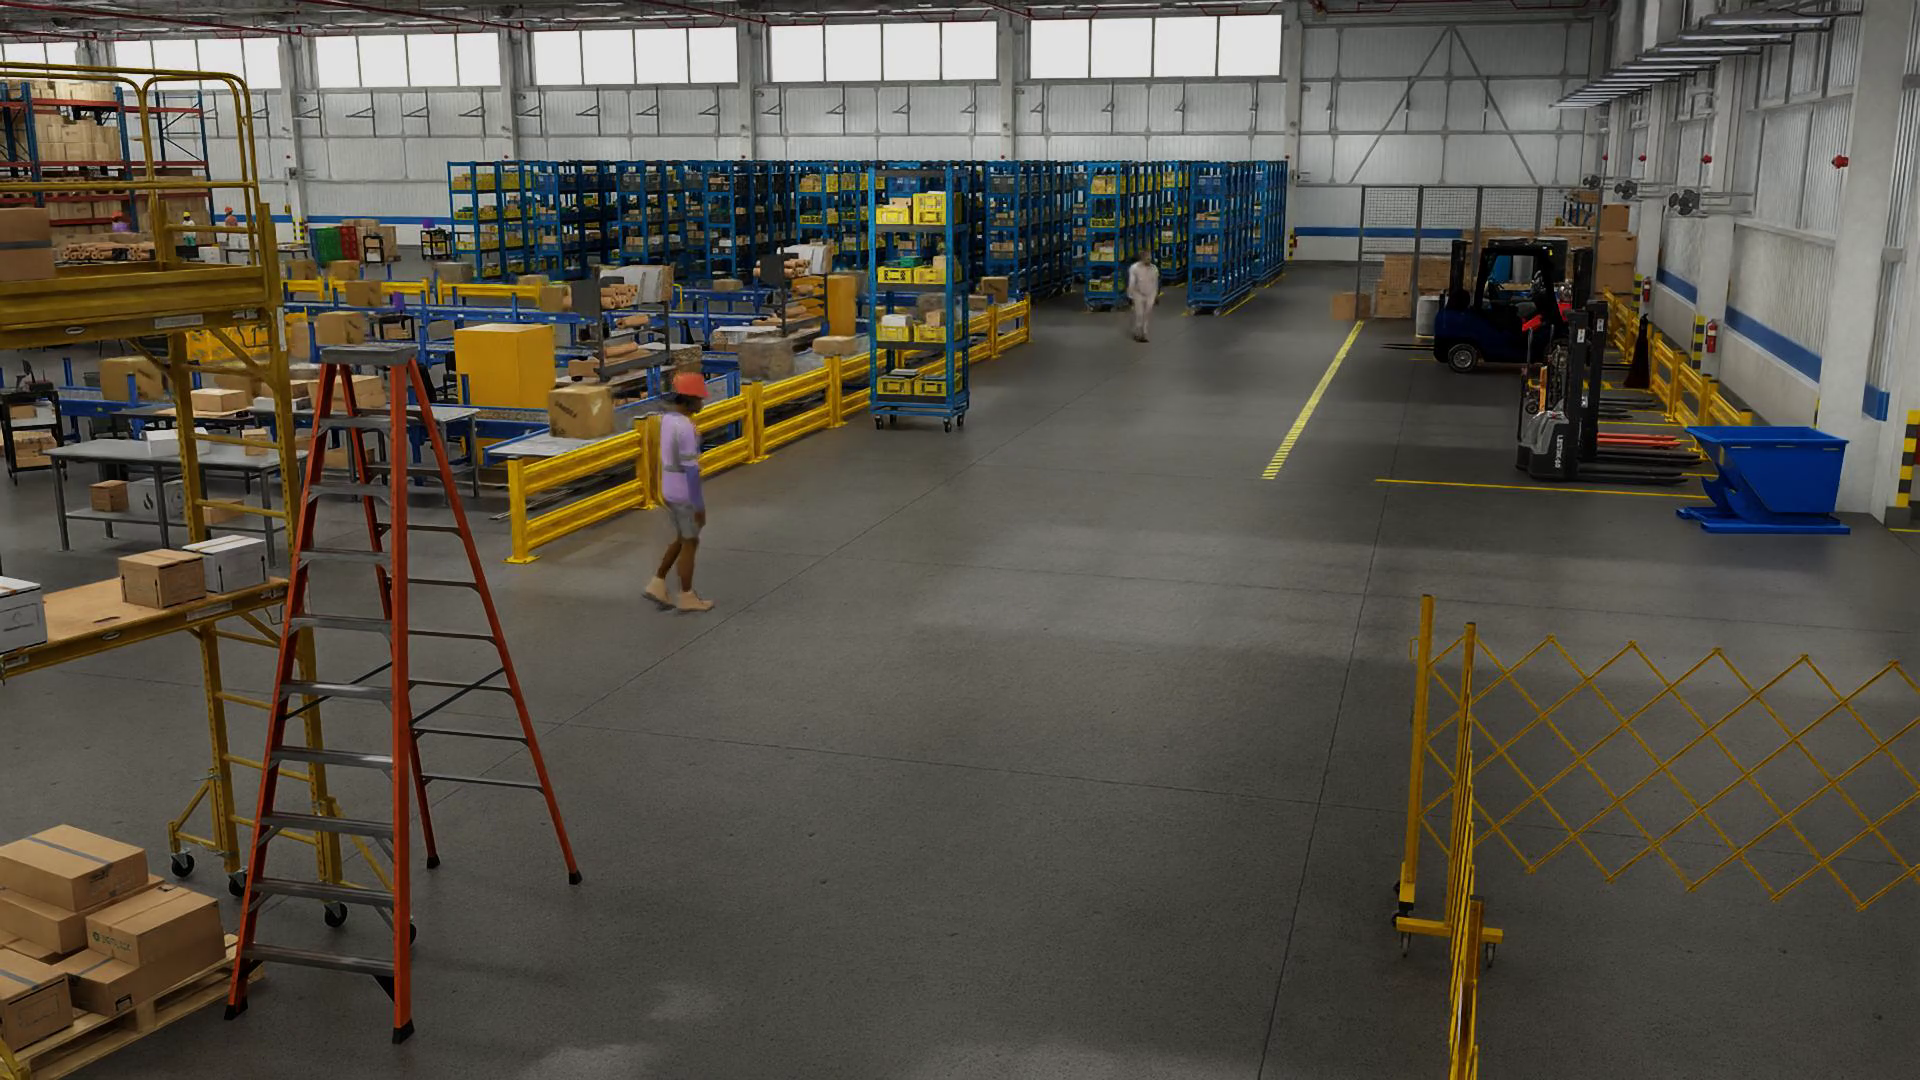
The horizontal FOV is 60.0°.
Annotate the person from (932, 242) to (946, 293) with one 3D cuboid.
[{"bbox_3d":[-0.404,-5.962,38.357,0.594,1.812,0.758,-11,17,-40],"label":"person"}]

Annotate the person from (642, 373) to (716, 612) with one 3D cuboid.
[{"bbox_3d":[-2.312,-0.369,13.772,0.616,2.018,0.665,-8,15,-30],"label":"person"}]

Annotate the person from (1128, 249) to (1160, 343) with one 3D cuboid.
[{"bbox_3d":[3.767,-4.945,33.770,0.659,1.890,0.559,-5,14,-21],"label":"person"}]

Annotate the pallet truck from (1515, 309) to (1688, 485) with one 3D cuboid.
[{"bbox_3d":[7.554,-1.677,19.446,1.885,1.965,0.823,3,13,14],"label":"pallet truck"}]

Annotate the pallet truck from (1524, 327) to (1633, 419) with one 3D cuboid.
[{"bbox_3d":[9.065,-2.460,24.370,1.522,1.261,0.704,3,13,14],"label":"pallet truck"}]

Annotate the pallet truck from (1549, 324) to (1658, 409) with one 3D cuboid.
[{"bbox_3d":[9.824,-2.669,25.407,1.601,1.201,0.680,4,14,16],"label":"pallet truck"}]

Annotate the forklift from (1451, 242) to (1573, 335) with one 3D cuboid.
[{"bbox_3d":[10.464,-4.597,31.405,2.680,1.987,1.157,4,14,16],"label":"forklift"}]

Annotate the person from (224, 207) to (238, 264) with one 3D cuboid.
[{"bbox_3d":[-25.618,-10.715,58.488,0.395,1.993,0.616,3,13,11],"label":"person"}]

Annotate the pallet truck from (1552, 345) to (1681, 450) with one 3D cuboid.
[{"bbox_3d":[8.641,-1.896,21.908,1.630,1.274,0.653,4,14,16],"label":"pallet truck"}]

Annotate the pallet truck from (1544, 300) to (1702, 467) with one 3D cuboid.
[{"bbox_3d":[8.263,-1.952,20.631,1.885,1.965,0.823,5,14,20],"label":"pallet truck"}]

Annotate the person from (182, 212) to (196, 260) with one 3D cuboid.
[{"bbox_3d":[-27.766,-10.927,59.914,0.527,1.763,0.332,5,14,20],"label":"person"}]

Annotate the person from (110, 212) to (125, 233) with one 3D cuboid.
[{"bbox_3d":[-28.184,-10.027,55.705,0.538,1.914,0.463,3,13,13],"label":"person"}]

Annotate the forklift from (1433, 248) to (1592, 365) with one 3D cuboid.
[{"bbox_3d":[9.780,-4.111,29.280,2.680,1.987,1.157,3,13,14],"label":"forklift"}]
